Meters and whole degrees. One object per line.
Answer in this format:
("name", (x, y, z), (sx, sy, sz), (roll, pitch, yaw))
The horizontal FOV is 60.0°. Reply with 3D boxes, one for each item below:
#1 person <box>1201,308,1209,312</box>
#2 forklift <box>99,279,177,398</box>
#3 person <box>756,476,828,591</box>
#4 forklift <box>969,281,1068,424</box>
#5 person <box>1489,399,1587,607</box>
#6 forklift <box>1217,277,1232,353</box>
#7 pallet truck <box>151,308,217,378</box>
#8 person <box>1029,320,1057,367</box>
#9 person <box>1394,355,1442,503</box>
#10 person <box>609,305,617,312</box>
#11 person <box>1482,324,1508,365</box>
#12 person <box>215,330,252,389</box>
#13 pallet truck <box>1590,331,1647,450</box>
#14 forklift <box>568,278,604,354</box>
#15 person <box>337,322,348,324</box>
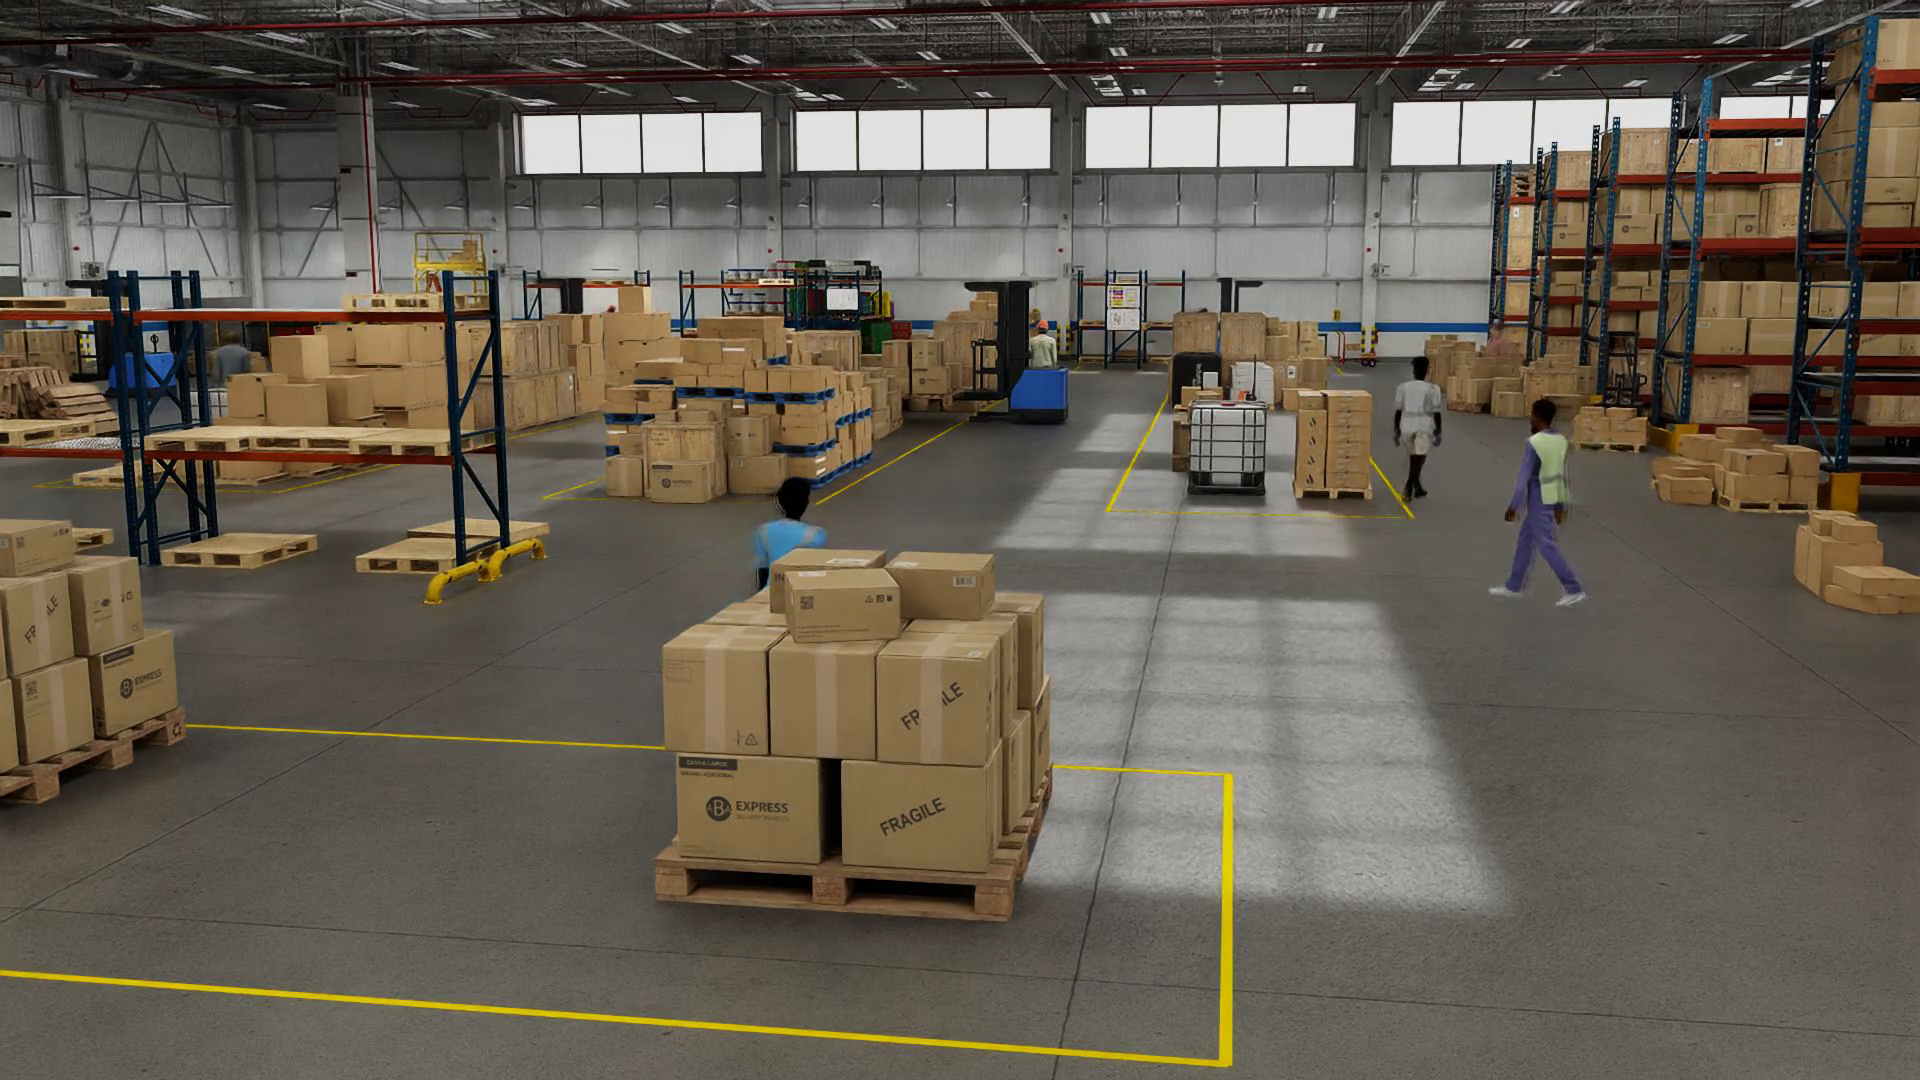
("person", (7.380, -6.147, 50.868), (0.986, 1.880, 0.653), (0, 9, 2))
("forklift", (-19.606, -4.720, 39.027), (1.873, 2.768, 1.129), (1, 9, 9))
("person", (-1.096, 0.420, 10.994), (0.540, 1.682, 0.396), (5, 10, 27))
("forklift", (1.194, -3.753, 33.059), (1.873, 2.768, 1.129), (1, 9, 9))
("person", (5.318, -0.344, 15.133), (0.965, 1.880, 0.607), (9, 13, 43))
("forklift", (7.708, -6.237, 48.381), (1.873, 2.768, 1.129), (1, 9, 9))
("pallet truck", (-21.869, -5.598, 47.154), (0.823, 1.965, 1.885), (4, 10, 26))
("person", (1.738, -3.625, 34.994), (0.622, 1.994, 0.381), (1, 9, 9))
("person", (5.981, -1.455, 21.797), (0.607, 1.932, 0.958), (7, 12, 37))
("person", (-11.483, -6.768, 54.651), (0.834, 1.904, 0.555), (-6, 11, -34))
("person", (11.767, -3.863, 36.881), (1.009, 1.849, 0.662), (-2, 9, -11))
("person", (-13.564, -2.958, 31.112), (0.647, 1.923, 0.426), (-2, 9, -9))
("pallet truck", (11.253, -2.573, 28.499), (0.823, 1.965, 1.885), (5, 10, 27))
("forklift", (-10.406, -5.735, 45.286), (1.873, 2.768, 1.129), (-3, 10, -17))
("person", (-18.714, -6.175, 50.897), (0.636, 1.939, 0.365), (1, 9, 9))
